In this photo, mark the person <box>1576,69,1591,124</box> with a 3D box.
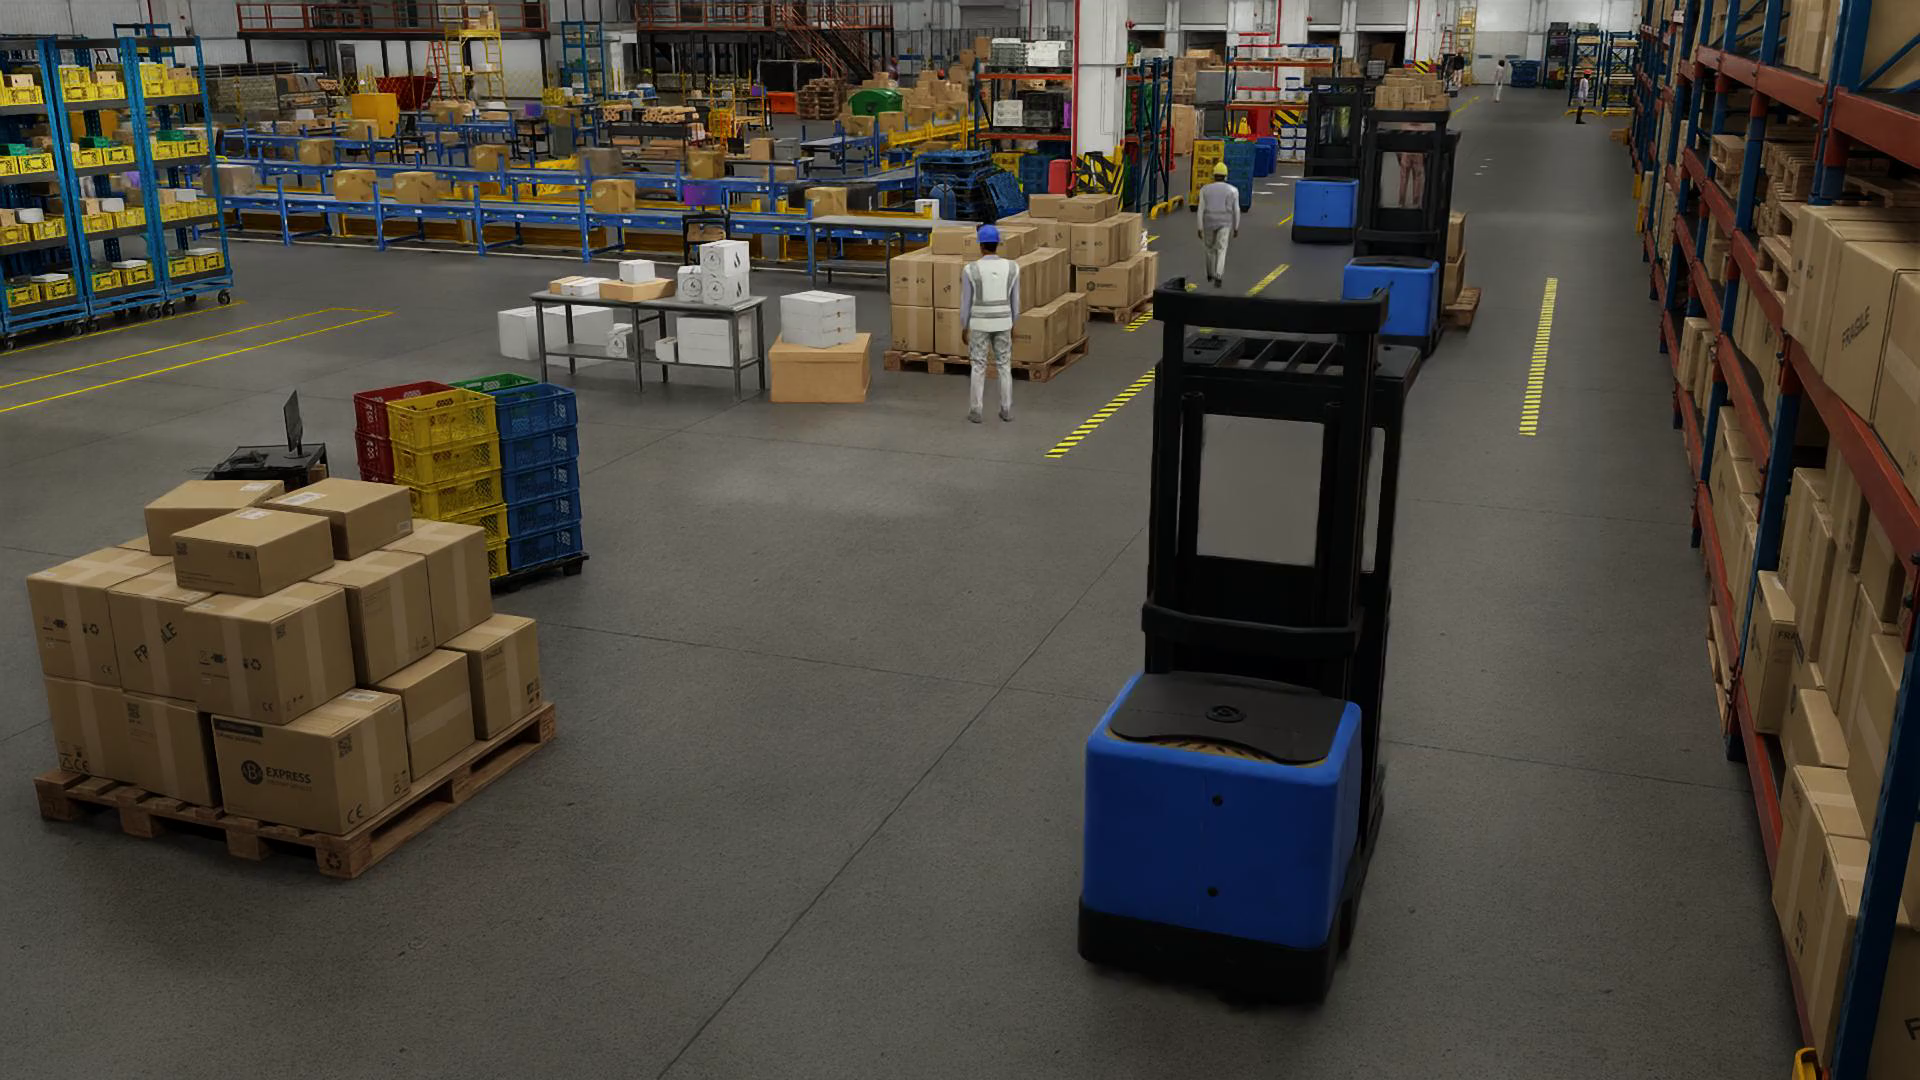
[{"bbox_3d":[22.419,-15.919,59.730,0.392,1.929,0.539,1,18,4],"label":"person"}]

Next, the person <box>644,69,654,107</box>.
[{"bbox_3d":[-12.165,-17.606,65.353,0.786,1.717,0.578,0,18,-1],"label":"person"}]

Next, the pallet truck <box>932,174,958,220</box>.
[{"bbox_3d":[-0.507,-5.292,27.348,0.653,1.274,1.630,6,19,19],"label":"pallet truck"}]

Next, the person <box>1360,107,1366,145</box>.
[{"bbox_3d":[9.868,-9.806,40.913,0.533,1.670,0.783,9,20,26],"label":"person"}]

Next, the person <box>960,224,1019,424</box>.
[{"bbox_3d":[0.283,-2.114,16.335,0.599,1.939,0.421,-5,18,-15],"label":"person"}]

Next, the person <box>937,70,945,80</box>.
[{"bbox_3d":[-0.676,-15.470,58.293,0.356,1.937,0.552,9,20,26],"label":"person"}]

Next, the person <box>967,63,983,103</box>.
[{"bbox_3d":[0.534,-17.865,65.651,0.831,2.000,0.687,11,21,30],"label":"person"}]

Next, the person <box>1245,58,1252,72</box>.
[{"bbox_3d":[15.300,-24.878,88.207,0.906,1.720,0.535,5,18,17],"label":"person"}]

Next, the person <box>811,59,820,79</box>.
[{"bbox_3d":[-6.323,-20.424,73.946,0.941,1.881,0.611,-6,18,-17],"label":"person"}]

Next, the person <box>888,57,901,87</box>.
[{"bbox_3d":[-2.826,-19.900,72.079,0.611,2.028,0.451,-10,20,-28],"label":"person"}]

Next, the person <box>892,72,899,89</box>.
[{"bbox_3d":[-2.256,-15.735,59.293,0.986,1.831,0.598,-5,18,-15],"label":"person"}]

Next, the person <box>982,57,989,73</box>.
[{"bbox_3d":[1.100,-21.034,75.815,0.767,1.916,0.638,-5,18,-15],"label":"person"}]

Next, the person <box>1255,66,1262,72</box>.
[{"bbox_3d":[16.478,-26.017,91.504,0.578,1.898,0.791,8,19,22],"label":"person"}]

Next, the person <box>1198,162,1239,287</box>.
[{"bbox_3d":[3.812,-4.660,24.572,0.605,1.798,0.894,3,18,11],"label":"person"}]

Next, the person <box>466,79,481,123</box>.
[{"bbox_3d":[-15.649,-13.945,53.675,0.705,1.840,0.527,-9,20,-25],"label":"person"}]

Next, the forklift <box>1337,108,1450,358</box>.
[{"bbox_3d":[5.225,-3.705,19.796,1.129,2.768,1.873,6,19,19],"label":"forklift"}]

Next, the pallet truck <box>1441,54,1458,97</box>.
[{"bbox_3d":[22.765,-21.886,78.355,0.823,1.965,1.885,-4,18,-14],"label":"pallet truck"}]

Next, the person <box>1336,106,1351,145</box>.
[{"bbox_3d":[10.831,-11.765,47.116,0.673,1.661,0.538,-3,18,-9],"label":"person"}]

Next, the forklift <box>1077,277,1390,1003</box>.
[{"bbox_3d":[1.283,0.279,7.280,1.129,2.768,1.873,6,19,19],"label":"forklift"}]

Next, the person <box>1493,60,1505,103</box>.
[{"bbox_3d":[23.973,-20.391,73.919,0.429,1.838,0.630,2,18,7],"label":"person"}]

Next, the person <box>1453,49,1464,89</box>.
[{"bbox_3d":[26.087,-24.646,87.031,0.610,1.996,0.378,15,23,40],"label":"person"}]

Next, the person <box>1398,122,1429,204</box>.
[{"bbox_3d":[9.545,-8.048,35.050,0.636,1.900,0.399,5,18,14],"label":"person"}]

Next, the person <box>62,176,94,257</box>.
[{"bbox_3d":[-14.161,-5.286,26.445,0.657,1.839,1.044,-16,24,-41],"label":"person"}]

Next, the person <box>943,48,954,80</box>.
[{"bbox_3d":[-0.635,-26.155,91.852,0.614,1.945,0.394,2,18,6],"label":"person"}]

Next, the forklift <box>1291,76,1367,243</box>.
[{"bbox_3d":[6.598,-6.755,29.381,1.129,2.768,1.873,6,19,19],"label":"forklift"}]

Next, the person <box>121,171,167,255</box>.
[{"bbox_3d":[-13.166,-5.394,26.843,0.590,1.812,0.642,4,18,12],"label":"person"}]
